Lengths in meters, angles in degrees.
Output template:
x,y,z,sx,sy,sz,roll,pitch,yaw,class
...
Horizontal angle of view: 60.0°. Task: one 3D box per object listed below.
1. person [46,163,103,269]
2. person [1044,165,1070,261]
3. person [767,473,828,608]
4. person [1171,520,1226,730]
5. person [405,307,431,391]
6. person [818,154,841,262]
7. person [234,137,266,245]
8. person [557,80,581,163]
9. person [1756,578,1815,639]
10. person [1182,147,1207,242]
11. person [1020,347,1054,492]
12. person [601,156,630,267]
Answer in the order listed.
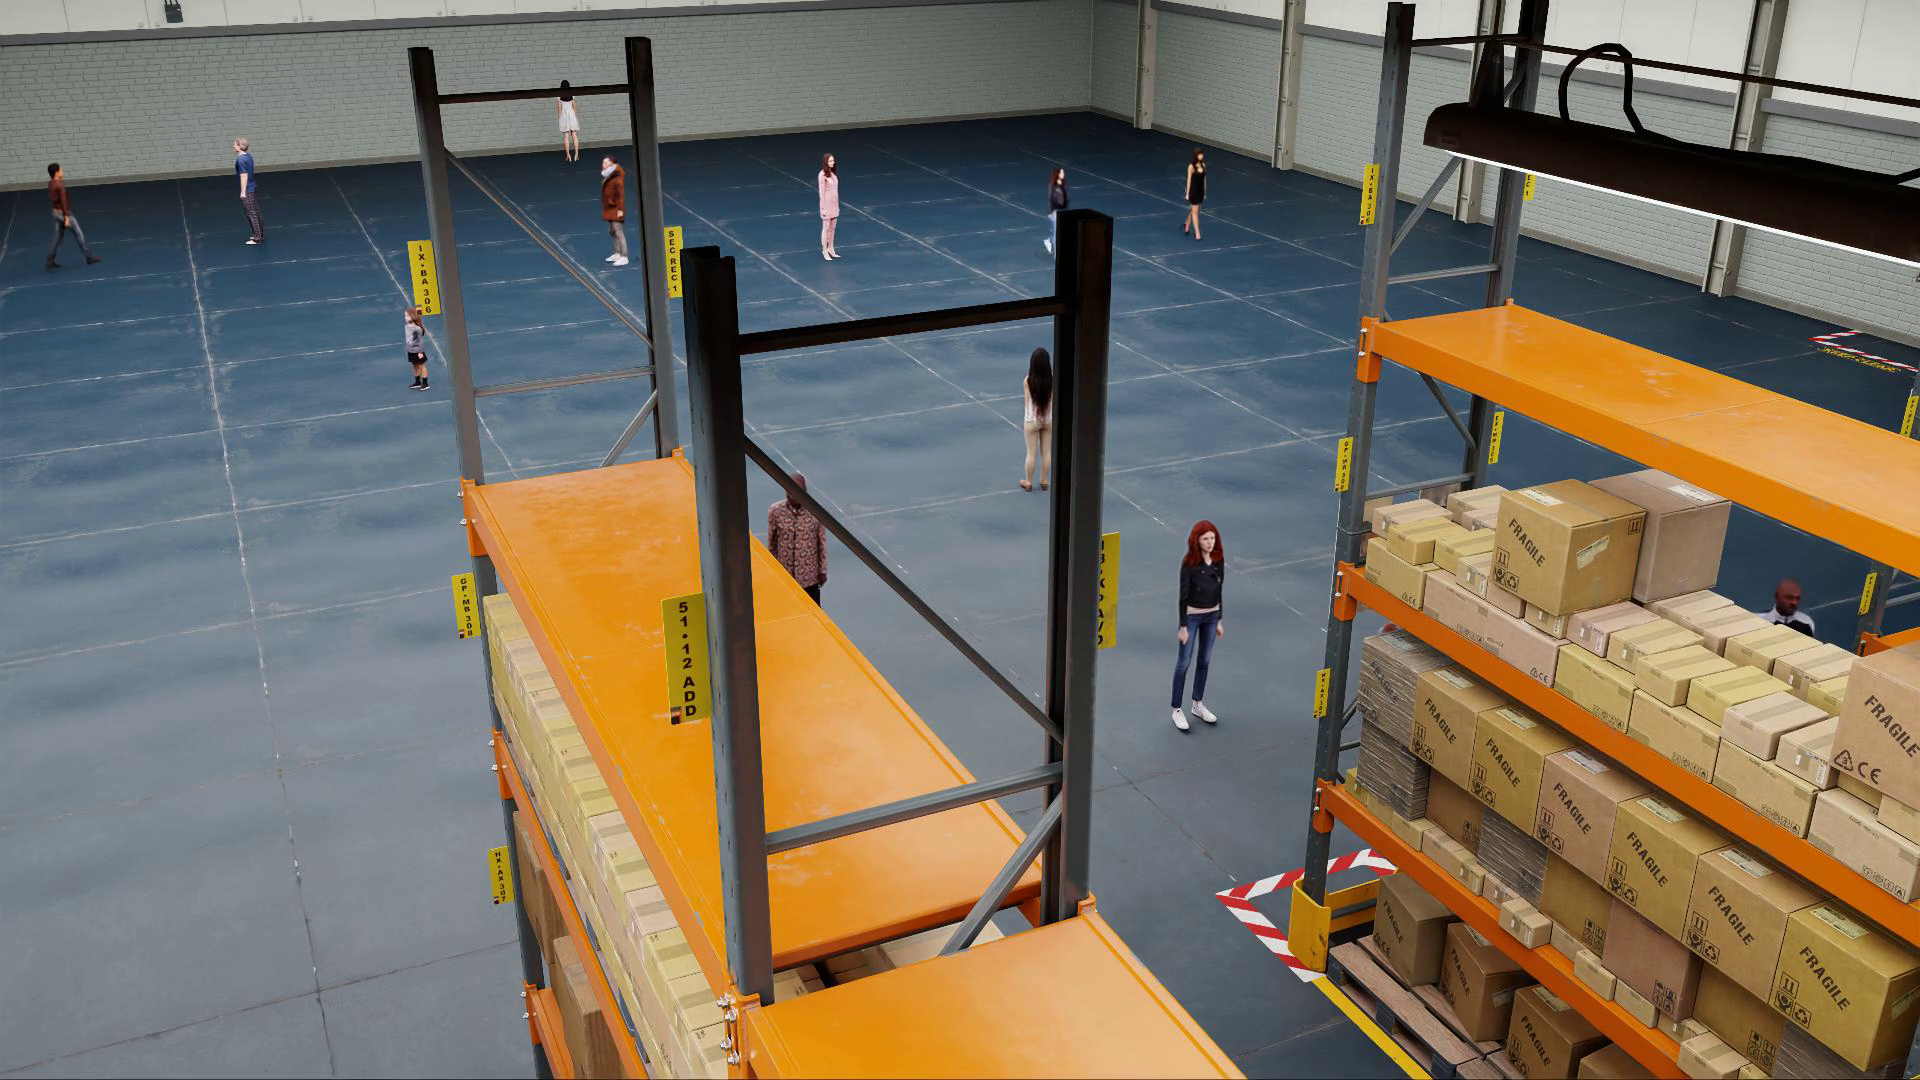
x,y,z,sx,sy,sz,roll,pitch,yaw,class
-15.115,-5.390,27.860,1.174,1.738,1.081,16,28,32,person
1.634,-5.609,28.523,0.796,1.623,0.898,-21,31,-40,person
-1.411,0.267,14.469,0.758,1.808,0.730,-1,23,-3,person
1.949,0.677,13.533,0.558,1.787,0.507,-11,25,-23,person
-7.185,-2.536,21.957,0.510,1.106,0.600,15,27,31,person
-2.259,-5.735,28.588,0.704,1.803,0.686,13,26,28,person
-12.711,-6.250,29.713,0.787,1.872,0.614,-2,23,-5,person
-8.764,-9.388,37.217,0.630,1.775,0.609,-10,25,-23,person
6.086,1.064,12.590,0.856,1.812,0.889,3,23,6,person
4.224,-6.270,30.065,0.673,1.632,0.924,-16,28,-32,person
0.888,-1.321,18.401,0.636,1.653,0.570,-10,25,-23,person
-5.860,-5.604,28.237,0.811,1.837,0.680,-15,27,-31,person
